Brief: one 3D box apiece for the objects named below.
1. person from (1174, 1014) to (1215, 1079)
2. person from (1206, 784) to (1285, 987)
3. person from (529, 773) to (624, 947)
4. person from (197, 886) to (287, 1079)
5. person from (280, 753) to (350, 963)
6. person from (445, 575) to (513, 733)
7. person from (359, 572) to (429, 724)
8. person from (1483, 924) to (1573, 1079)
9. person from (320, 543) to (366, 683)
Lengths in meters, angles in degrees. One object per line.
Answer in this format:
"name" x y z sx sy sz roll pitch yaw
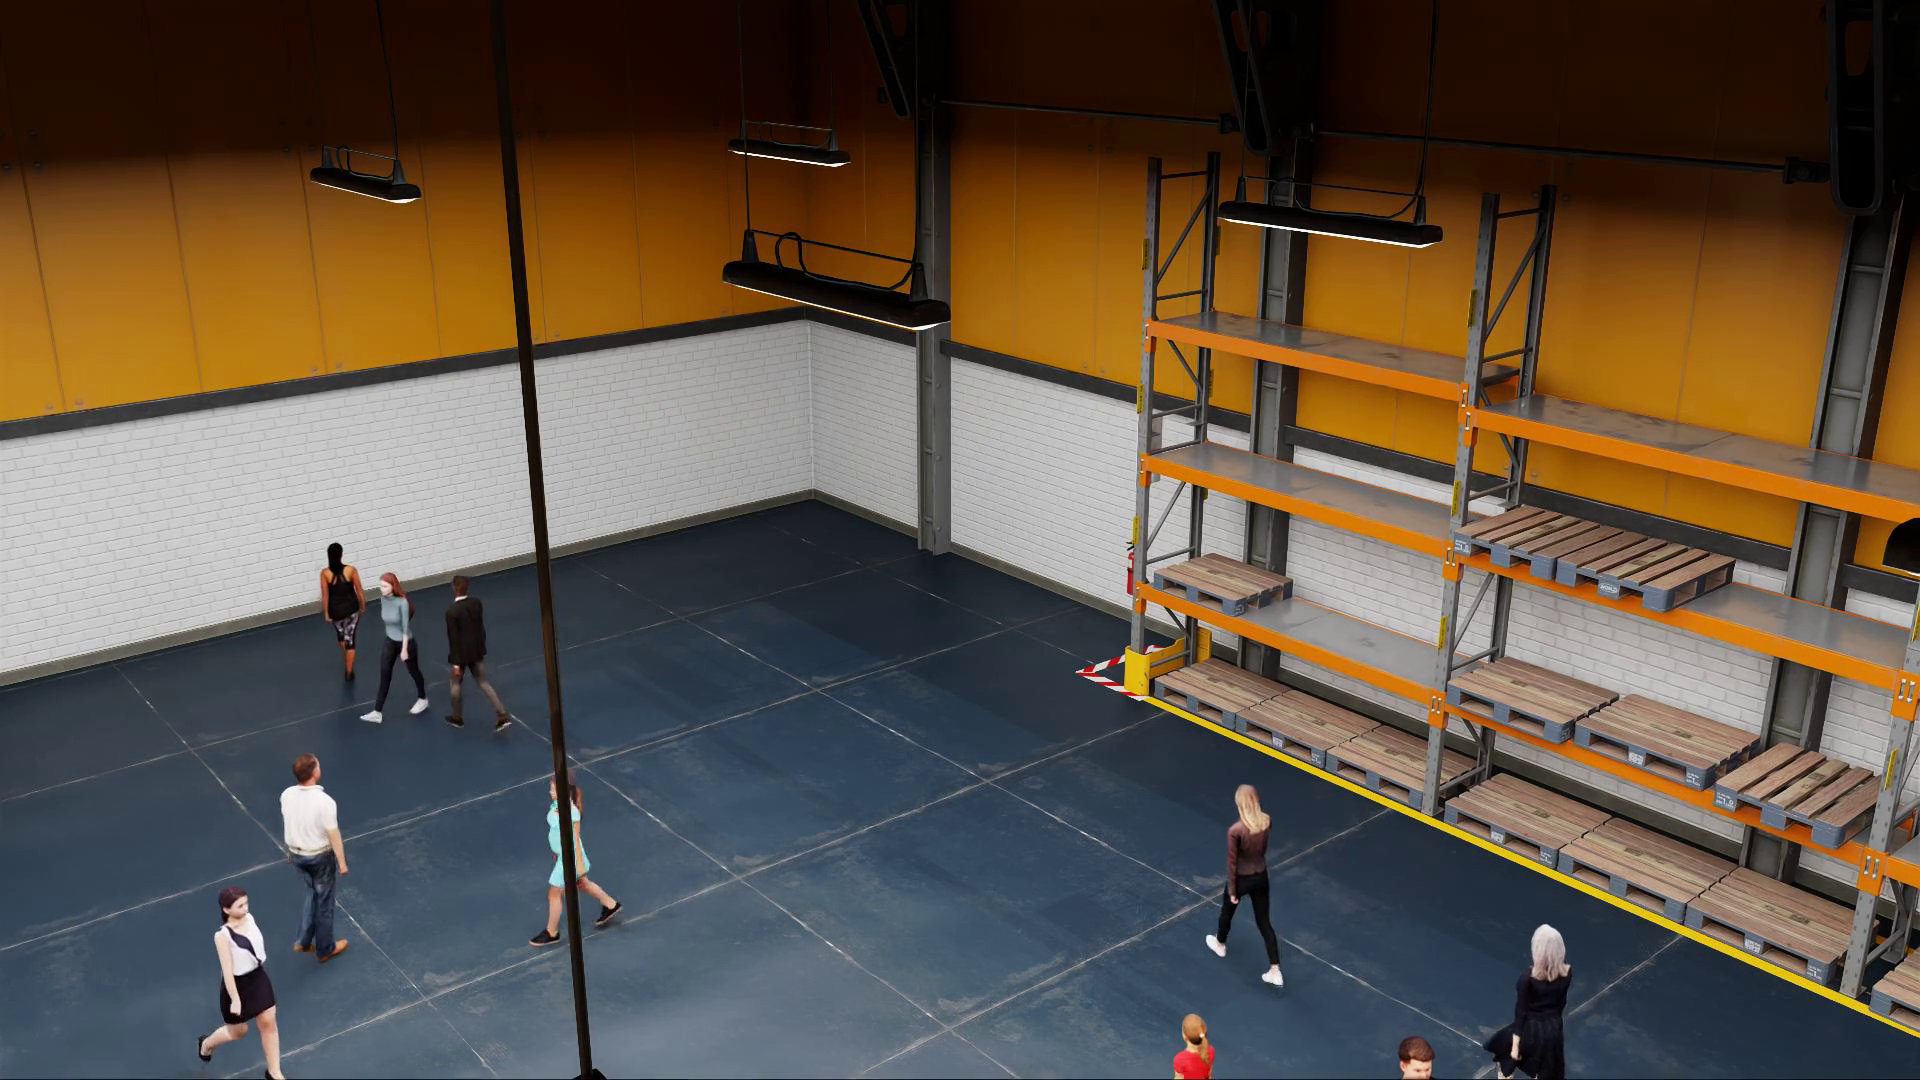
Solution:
"person" 1.591 3.773 11.042 0.686 1.291 0.939 -5 19 -16
"person" 2.377 2.794 13.362 0.800 1.664 1.180 -9 21 -26
"person" -3.219 2.649 14.007 0.752 1.528 1.038 -10 21 -27
"person" -5.251 3.257 12.043 1.060 1.628 0.911 4 19 13
"person" -5.336 2.636 13.549 0.817 1.846 0.887 8 20 22
"person" -5.181 1.261 17.759 1.256 1.765 0.923 12 22 31
"person" -6.051 1.143 18.204 1.091 1.704 0.919 11 22 30
"person" 3.957 3.455 11.301 0.828 1.728 0.954 -5 19 -13
"person" -7.117 0.850 19.210 0.909 1.617 1.180 -5 19 -14
